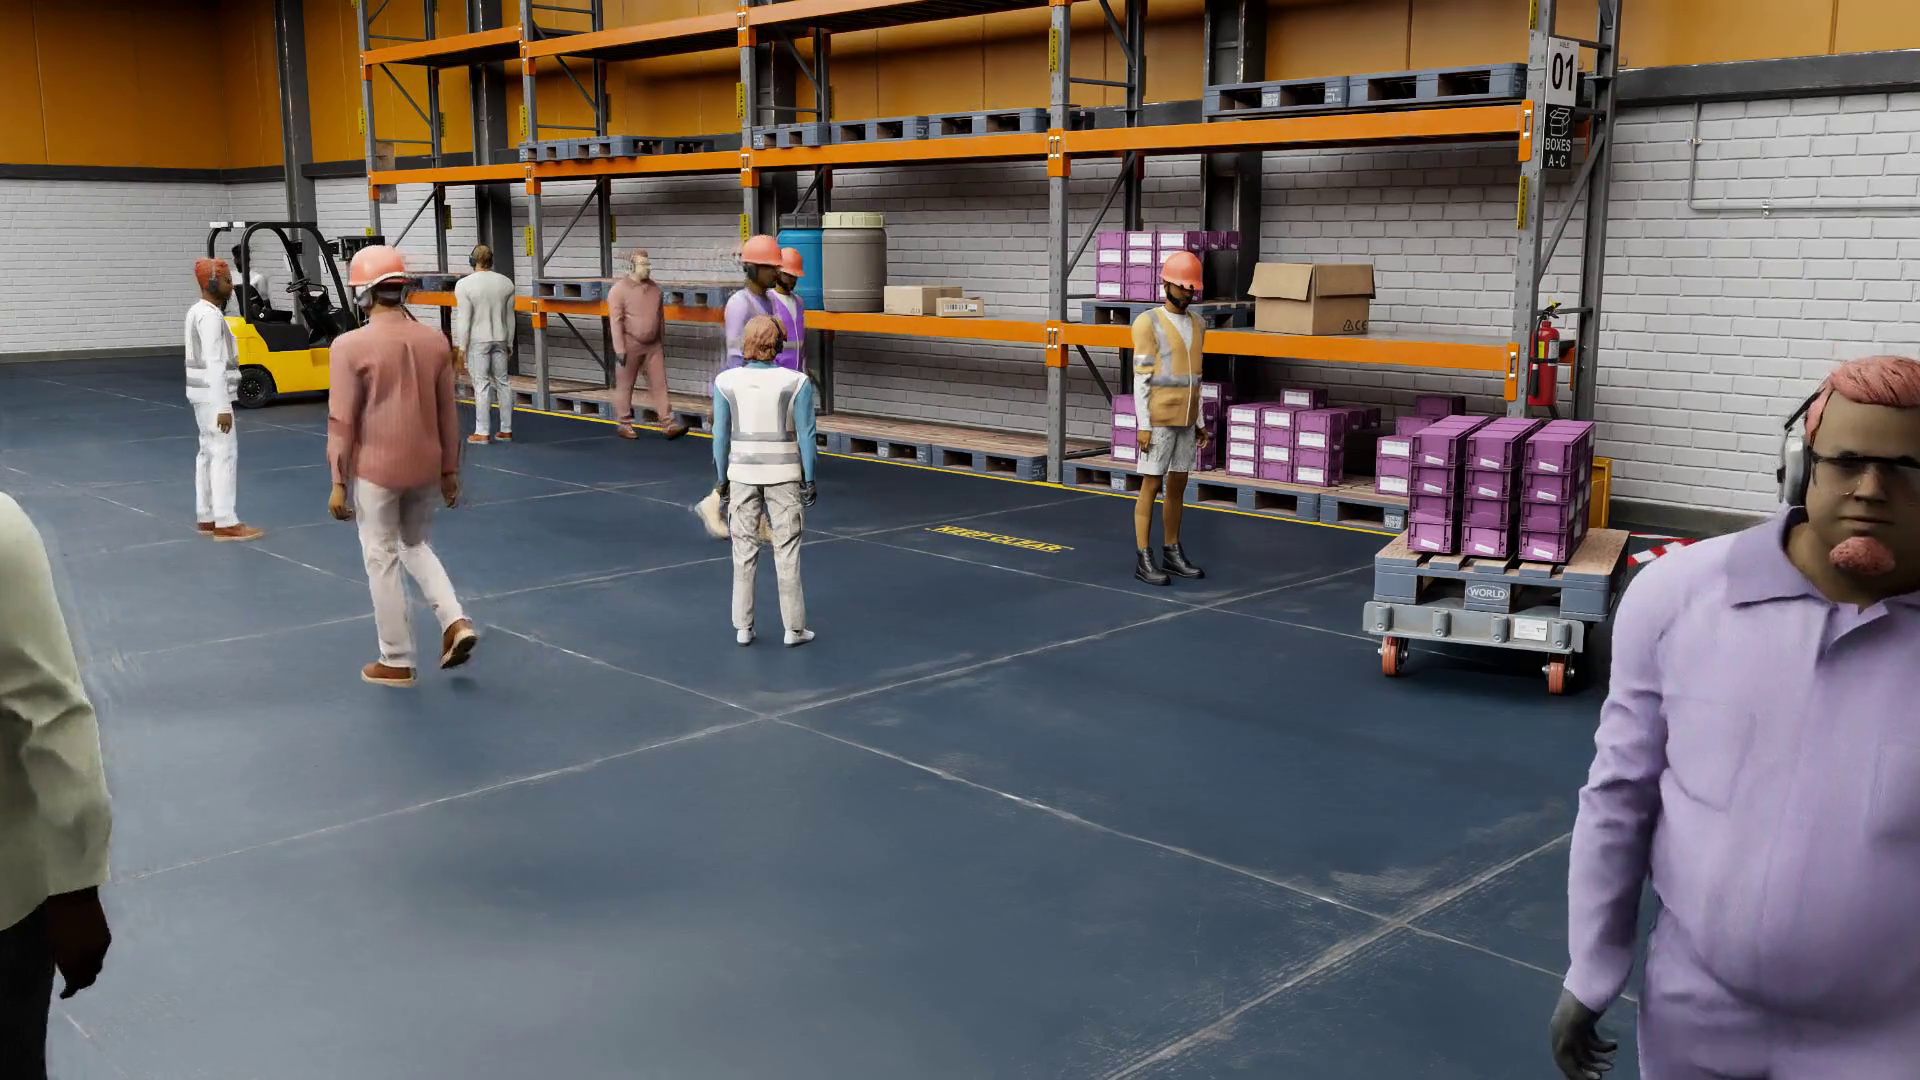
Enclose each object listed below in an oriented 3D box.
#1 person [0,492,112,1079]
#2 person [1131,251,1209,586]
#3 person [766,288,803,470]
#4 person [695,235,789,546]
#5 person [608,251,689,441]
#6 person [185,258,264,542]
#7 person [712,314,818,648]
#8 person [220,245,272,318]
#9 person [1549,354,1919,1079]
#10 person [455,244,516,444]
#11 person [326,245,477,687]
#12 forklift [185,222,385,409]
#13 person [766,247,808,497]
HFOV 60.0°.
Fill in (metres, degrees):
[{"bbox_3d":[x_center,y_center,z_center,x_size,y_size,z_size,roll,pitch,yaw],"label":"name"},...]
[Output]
[{"bbox_3d":[-1.682,0.580,2.678,0.688,1.949,0.412,0,10,0],"label":"person"},{"bbox_3d":[1.249,-0.705,9.697,0.543,1.927,0.375,-8,13,-38],"label":"person"},{"bbox_3d":[-1.625,-1.372,14.195,0.755,1.607,0.552,8,13,38],"label":"person"},{"bbox_3d":[-1.352,-0.944,10.744,0.568,2.030,0.620,2,11,11],"label":"person"},{"bbox_3d":[-3.089,-1.890,16.334,0.673,1.856,0.959,-10,14,-43],"label":"person"},{"bbox_3d":[-4.964,-0.927,11.108,0.370,1.875,0.629,-7,12,-32],"label":"person"},{"bbox_3d":[-0.955,-0.283,8.183,0.521,1.638,0.311,2,11,8],"label":"person"},{"bbox_3d":[-9.569,-3.010,22.371,0.607,1.908,1.065,3,11,13],"label":"person"},{"bbox_3d":[1.259,0.650,2.476,0.640,1.870,0.920,8,13,37],"label":"person"},{"bbox_3d":[-4.614,-1.901,16.193,0.373,1.940,0.629,10,14,42],"label":"person"},{"bbox_3d":[-2.518,-0.310,7.410,0.466,1.982,0.617,6,12,31],"label":"person"},{"bbox_3d":[-8.169,-2.758,20.163,2.313,2.155,1.214,-10,14,-44],"label":"forklift"},{"bbox_3d":[-1.338,-1.264,12.748,0.373,1.928,0.543,7,12,32],"label":"person"}]
